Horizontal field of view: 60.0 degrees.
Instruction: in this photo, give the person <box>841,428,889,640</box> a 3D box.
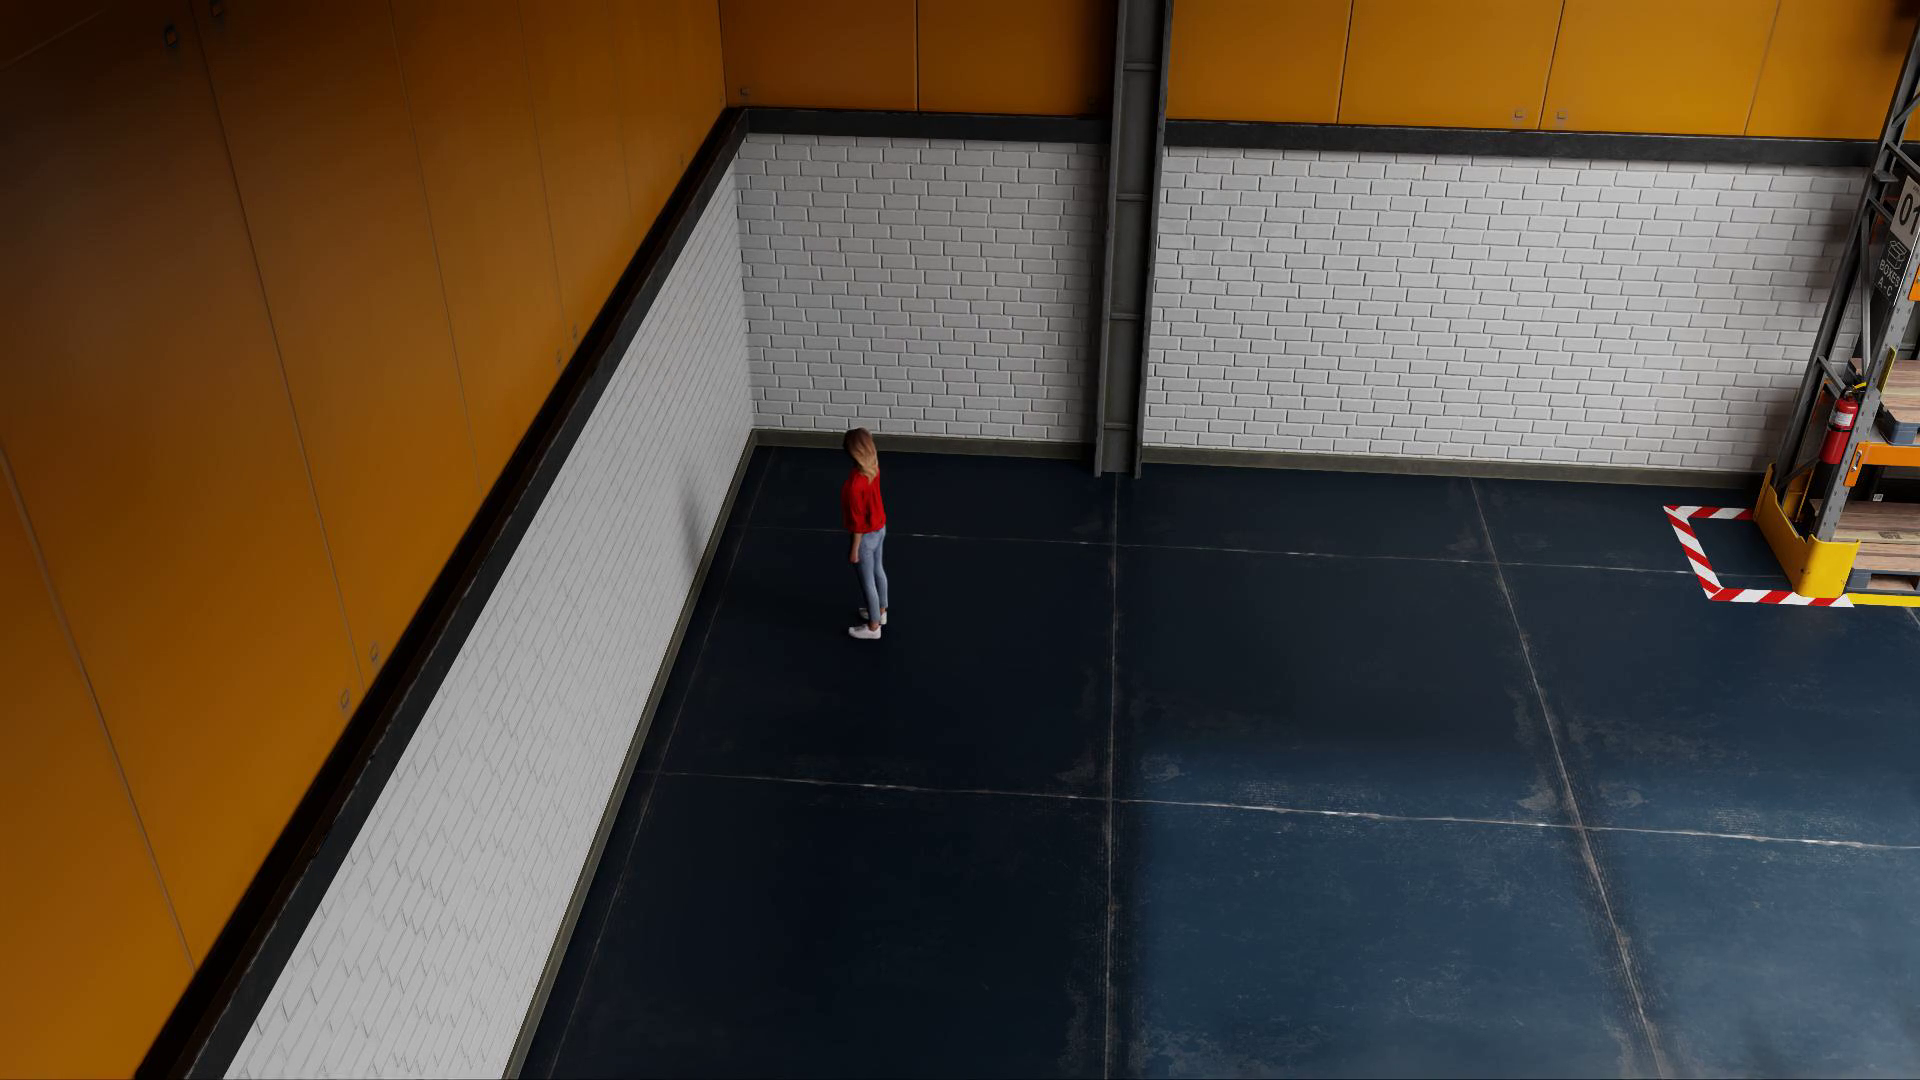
[{"bbox_3d":[-0.669,-0.041,11.891,0.582,1.704,0.655,10,35,14],"label":"person"}]
